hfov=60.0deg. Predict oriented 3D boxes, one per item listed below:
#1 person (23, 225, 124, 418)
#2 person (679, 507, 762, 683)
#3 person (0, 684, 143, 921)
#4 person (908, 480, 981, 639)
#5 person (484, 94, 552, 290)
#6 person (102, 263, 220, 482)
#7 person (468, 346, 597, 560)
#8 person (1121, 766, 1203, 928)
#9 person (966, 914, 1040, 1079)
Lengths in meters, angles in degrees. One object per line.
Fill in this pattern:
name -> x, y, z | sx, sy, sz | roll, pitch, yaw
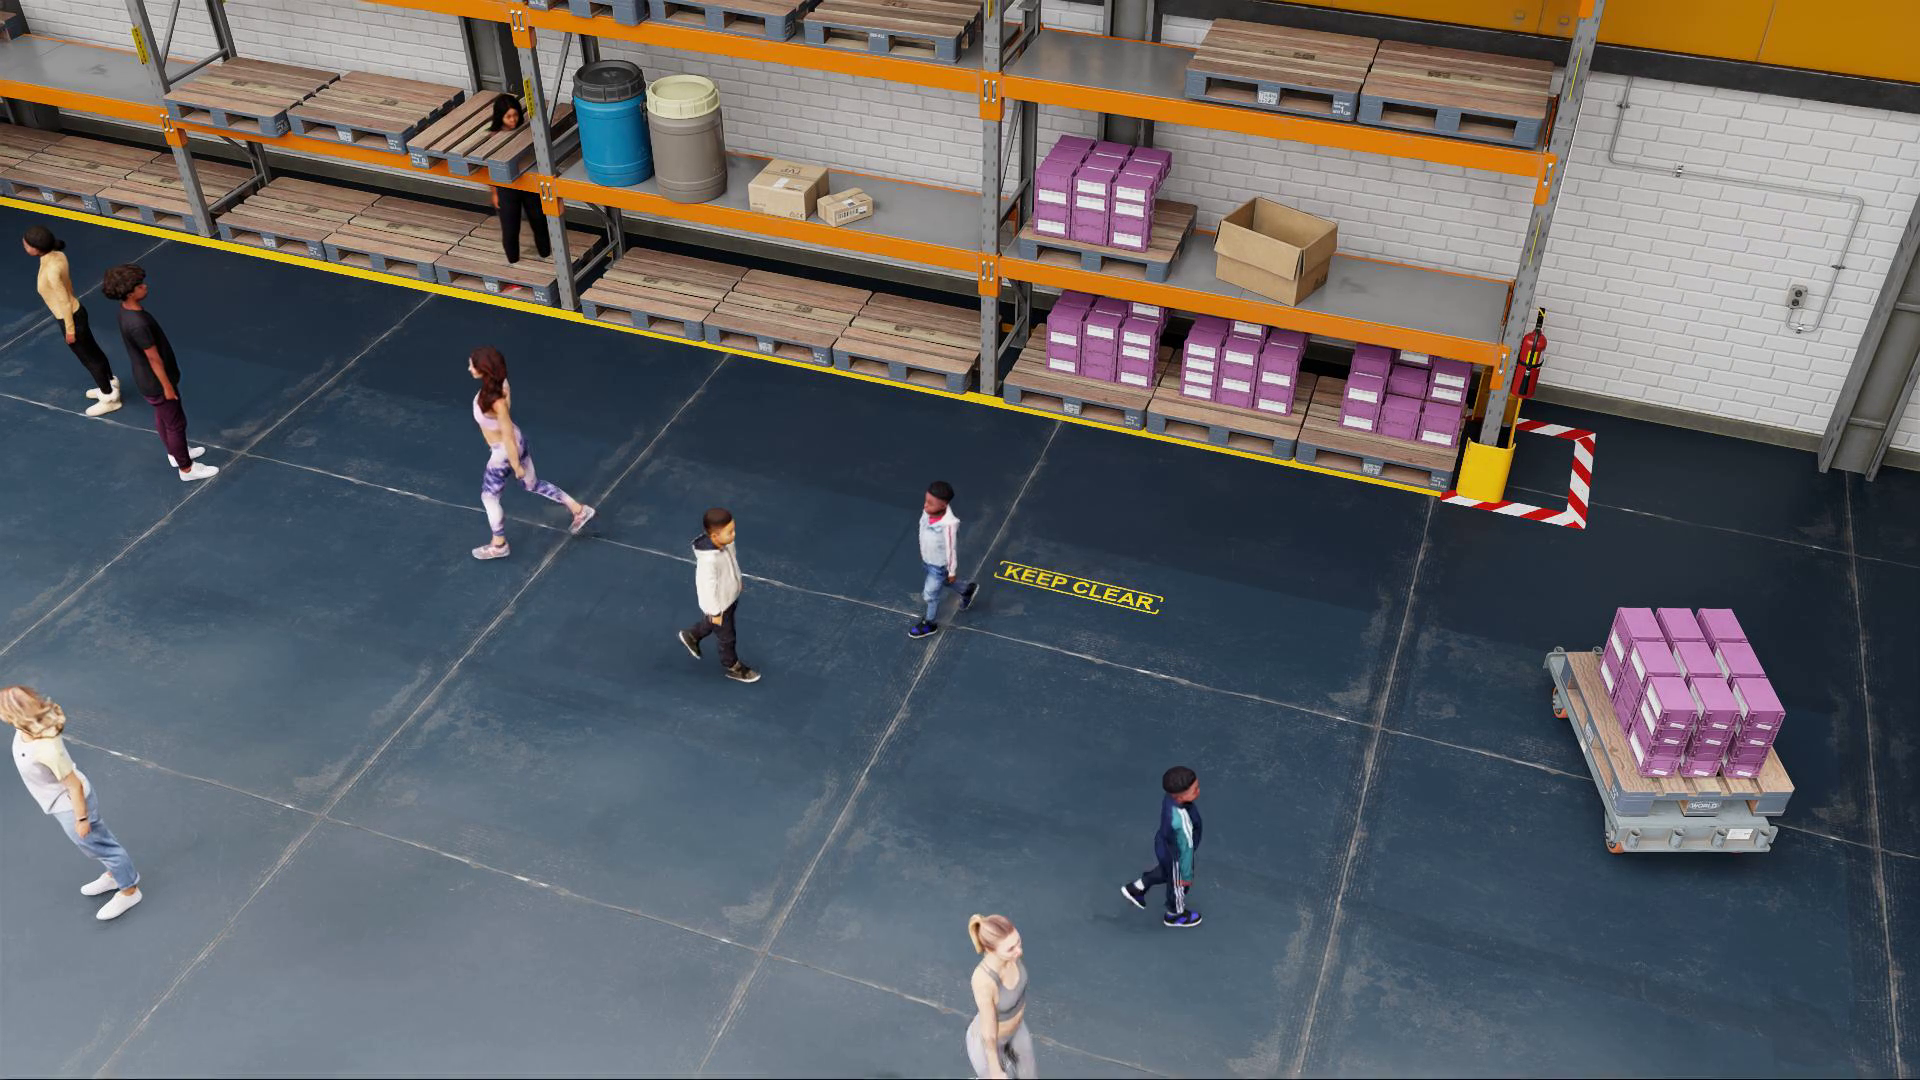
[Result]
person -> -7.076, -1.770, 13.269 | 0.727, 1.659, 0.688 | -12, 40, -14
person -> -1.619, 0.345, 10.798 | 0.841, 1.438, 0.686 | 5, 39, 6
person -> -4.922, 1.430, 9.210 | 0.764, 1.723, 0.649 | -27, 46, -29
person -> -0.091, 0.092, 11.269 | 0.840, 1.245, 0.798 | -20, 43, -23
person -> -3.936, -3.131, 14.849 | 0.774, 1.813, 0.836 | -16, 41, -19
person -> -6.076, -1.272, 12.545 | 0.779, 1.784, 0.684 | -24, 44, -27
person -> -3.109, -0.628, 11.777 | 1.204, 1.737, 0.975 | -7, 39, -9
person -> 1.145, 1.713, 9.238 | 0.760, 1.247, 0.631 | 0, 39, 0
person -> 0.110, 2.375, 8.053 | 0.688, 1.691, 0.622 | 19, 42, 22
